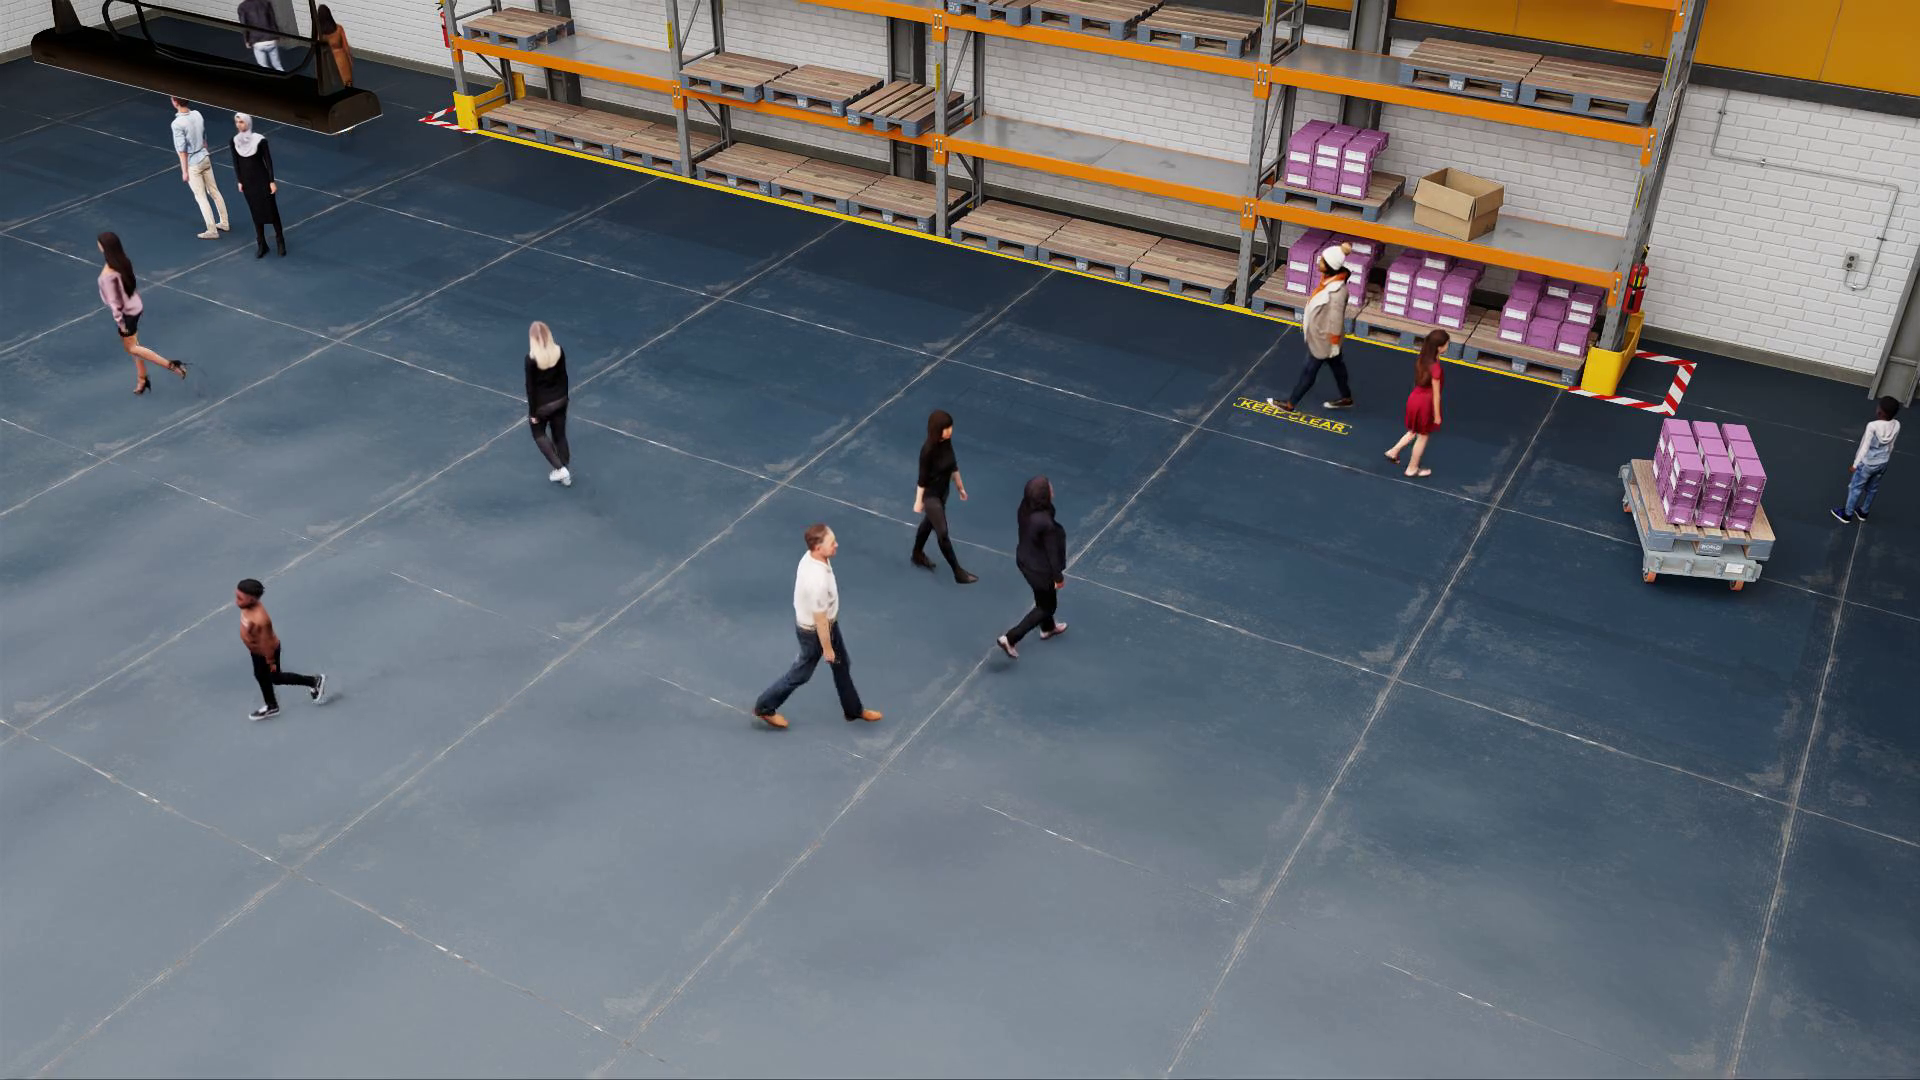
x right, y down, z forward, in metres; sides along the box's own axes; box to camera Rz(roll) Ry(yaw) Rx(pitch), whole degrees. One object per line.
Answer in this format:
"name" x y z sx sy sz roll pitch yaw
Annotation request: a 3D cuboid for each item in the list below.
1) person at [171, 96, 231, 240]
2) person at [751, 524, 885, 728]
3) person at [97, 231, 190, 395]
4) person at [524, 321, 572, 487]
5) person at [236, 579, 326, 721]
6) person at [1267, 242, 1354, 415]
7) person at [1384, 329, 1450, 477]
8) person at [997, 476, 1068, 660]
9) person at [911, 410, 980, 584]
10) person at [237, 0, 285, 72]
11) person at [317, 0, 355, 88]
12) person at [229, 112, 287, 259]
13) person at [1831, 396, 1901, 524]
"person" -9.346 -4.611 20.365 0.613 1.847 0.698 10 35 15
"person" -1.181 0.680 12.435 1.343 1.812 1.085 2 34 3
"person" -8.361 -2.272 16.890 1.014 1.798 0.865 2 34 3
"person" -3.757 -1.209 15.406 0.697 1.671 0.698 -28 43 -35
"person" -5.262 0.819 12.744 0.796 1.240 0.842 -20 38 -27
"person" 3.760 -2.082 16.562 1.233 1.845 0.980 3 34 5
"person" 4.289 -1.264 15.607 0.852 1.539 0.764 -4 34 -6
"person" 0.587 0.246 13.285 1.036 1.595 1.033 -16 37 -22
"person" -0.289 -0.417 14.262 0.982 1.618 0.603 19 38 27
"person" -10.218 -7.325 24.461 0.760 1.832 0.724 -24 40 -31
"person" -8.910 -6.783 23.791 0.905 1.672 0.942 -6 34 -10
"person" -8.405 -4.259 19.896 0.645 1.779 0.748 -1 34 -2
"person" 8.255 -0.729 15.054 0.561 1.260 0.630 -5 34 -7
